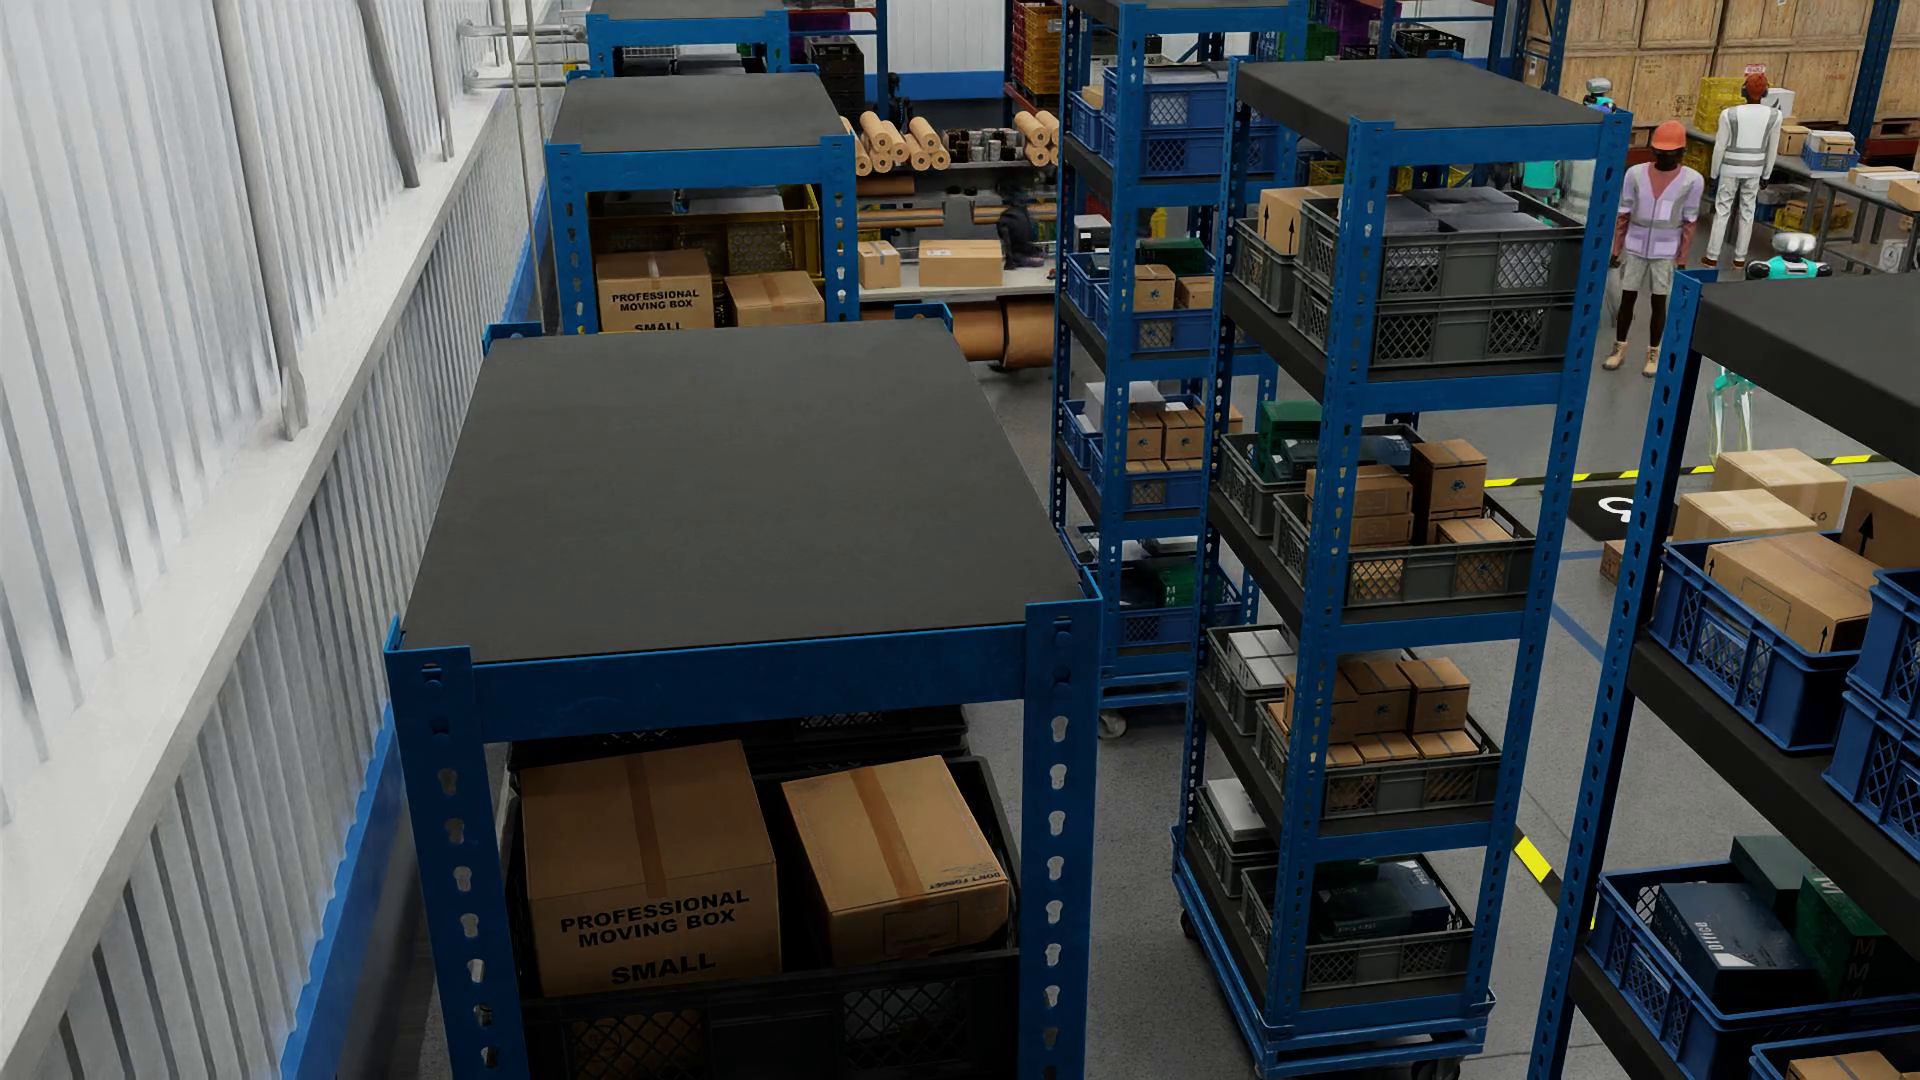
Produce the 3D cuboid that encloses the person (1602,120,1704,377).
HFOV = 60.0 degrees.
[{"bbox_3d":[5.472,-2.297,13.184,0.601,2.036,0.400,16,29,31],"label":"person"}]

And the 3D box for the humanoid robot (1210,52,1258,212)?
[{"bbox_3d":[3.034,-4.441,18.207,0.787,1.776,0.530,-9,26,-19],"label":"humanoid robot"}]

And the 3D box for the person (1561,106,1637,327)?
[{"bbox_3d":[5.560,-2.784,14.406,0.796,1.894,0.639,-12,27,-25],"label":"person"}]

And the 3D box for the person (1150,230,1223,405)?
[{"bbox_3d":[1.475,-1.107,10.811,0.598,1.850,0.385,-2,25,-3],"label":"person"}]

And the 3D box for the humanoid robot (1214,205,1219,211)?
[{"bbox_3d":[2.822,-4.482,18.339,0.315,1.657,0.599,-22,33,-39],"label":"humanoid robot"}]

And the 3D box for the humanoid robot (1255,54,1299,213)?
[{"bbox_3d":[3.462,-4.435,18.105,0.718,1.731,0.538,5,25,10],"label":"humanoid robot"}]

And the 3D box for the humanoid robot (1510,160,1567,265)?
[{"bbox_3d":[5.370,-3.035,15.182,0.544,1.747,1.006,18,30,34],"label":"humanoid robot"}]

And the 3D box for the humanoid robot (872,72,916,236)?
[{"bbox_3d":[-0.692,-4.035,17.364,0.599,1.659,0.315,-21,32,-37],"label":"humanoid robot"}]

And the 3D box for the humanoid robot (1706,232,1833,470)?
[{"bbox_3d":[5.363,-1.308,11.220,0.533,1.681,0.735,1,25,2],"label":"humanoid robot"}]

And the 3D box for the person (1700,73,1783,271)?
[{"bbox_3d":[7.540,-3.542,16.067,0.574,1.883,0.356,5,25,11],"label":"person"}]

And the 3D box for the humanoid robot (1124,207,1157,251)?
[{"bbox_3d":[1.412,-2.412,13.933,0.772,1.650,0.594,-5,25,-11],"label":"humanoid robot"}]

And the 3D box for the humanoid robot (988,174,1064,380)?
[{"bbox_3d":[0.557,-2.076,13.182,0.699,1.633,0.612,8,26,17],"label":"humanoid robot"}]

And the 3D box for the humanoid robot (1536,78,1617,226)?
[{"bbox_3d":[5.983,-3.688,16.436,0.742,1.693,0.533,-2,25,-4],"label":"humanoid robot"}]

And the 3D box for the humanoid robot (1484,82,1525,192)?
[{"bbox_3d":[5.664,-3.856,17.002,0.606,1.644,0.536,3,25,6],"label":"humanoid robot"}]

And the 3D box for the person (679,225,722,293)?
[{"bbox_3d":[-1.786,-1.345,11.358,0.431,1.835,0.620,-13,28,-27],"label":"person"}]
